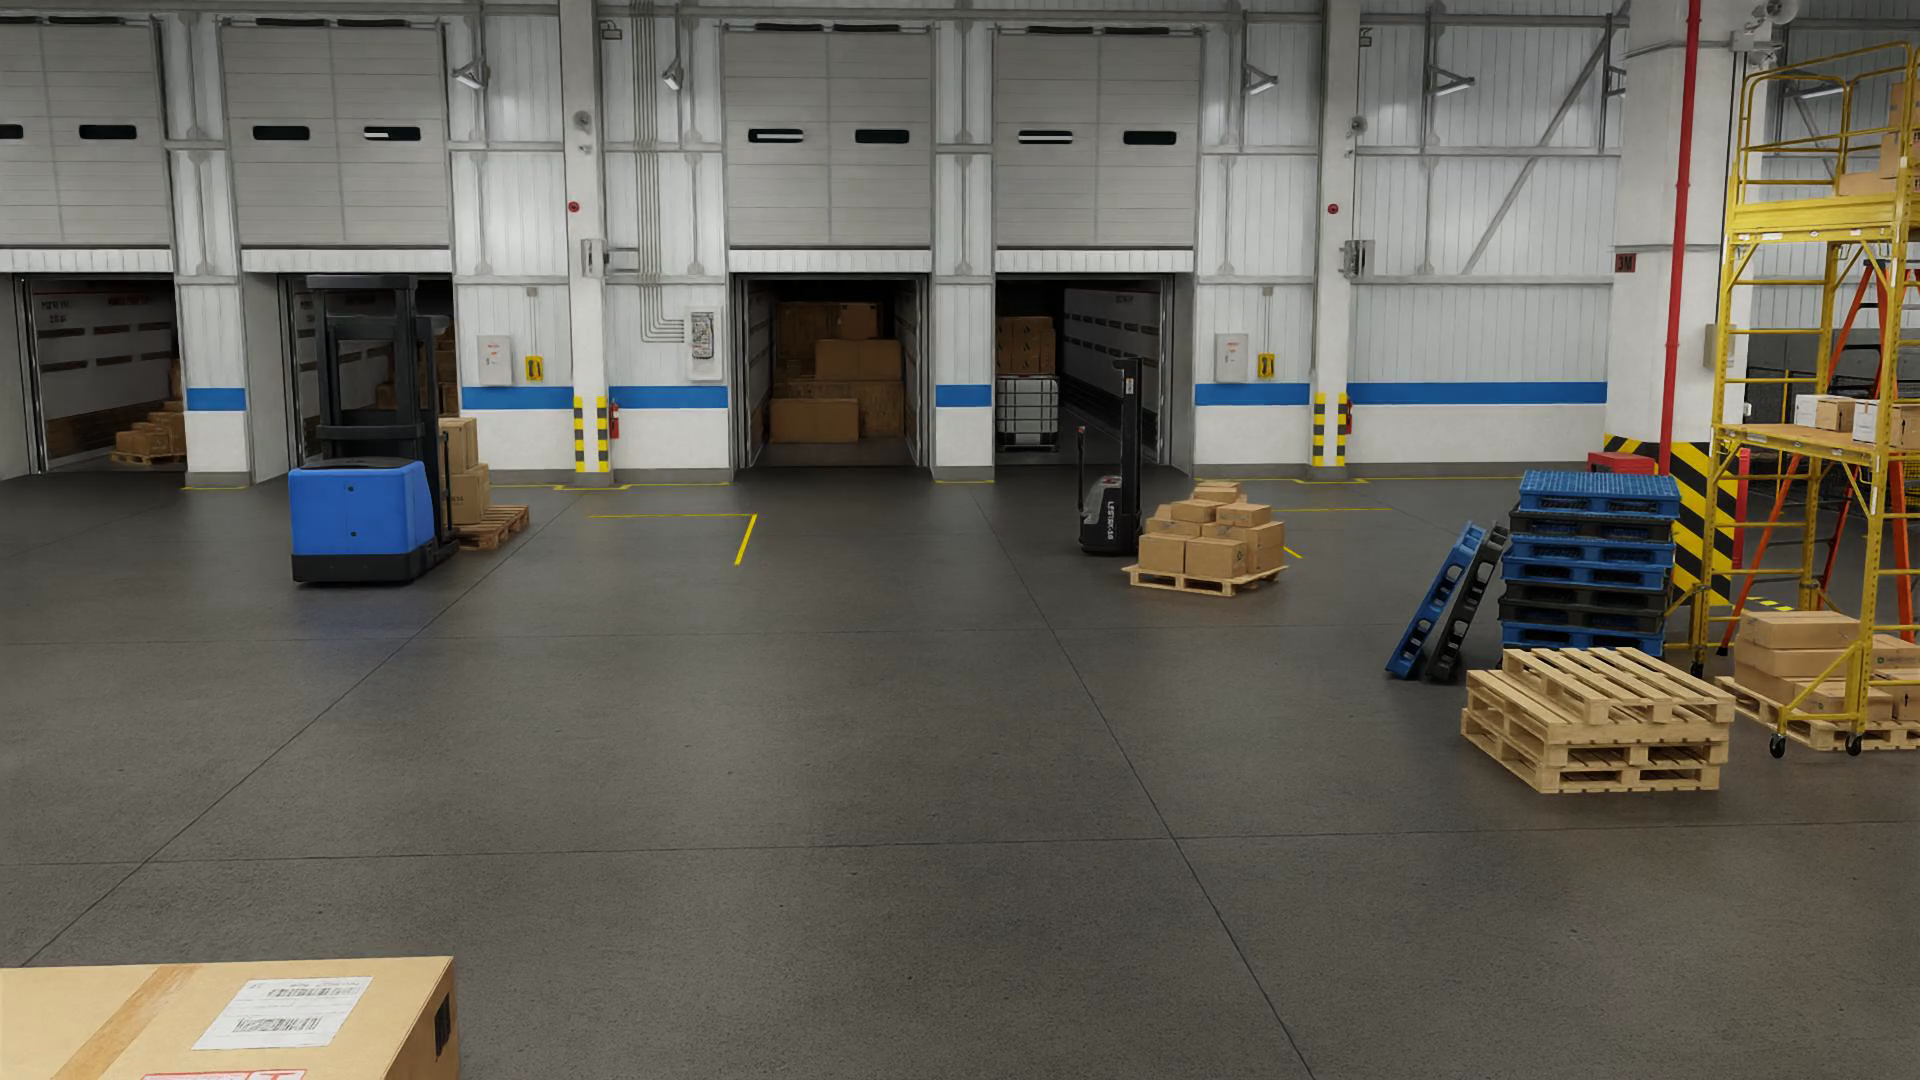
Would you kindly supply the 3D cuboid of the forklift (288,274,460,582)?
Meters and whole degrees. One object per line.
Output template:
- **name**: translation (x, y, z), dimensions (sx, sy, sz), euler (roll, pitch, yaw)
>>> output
- **forklift**: translation (-5.554, -1.101, 15.662), dimensions (1.129, 2.768, 1.873), euler (-1, 9, -4)

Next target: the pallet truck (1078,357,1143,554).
- **pallet truck**: translation (2.088, -0.836, 16.757), dimensions (1.885, 1.965, 0.823), euler (2, 9, 13)
